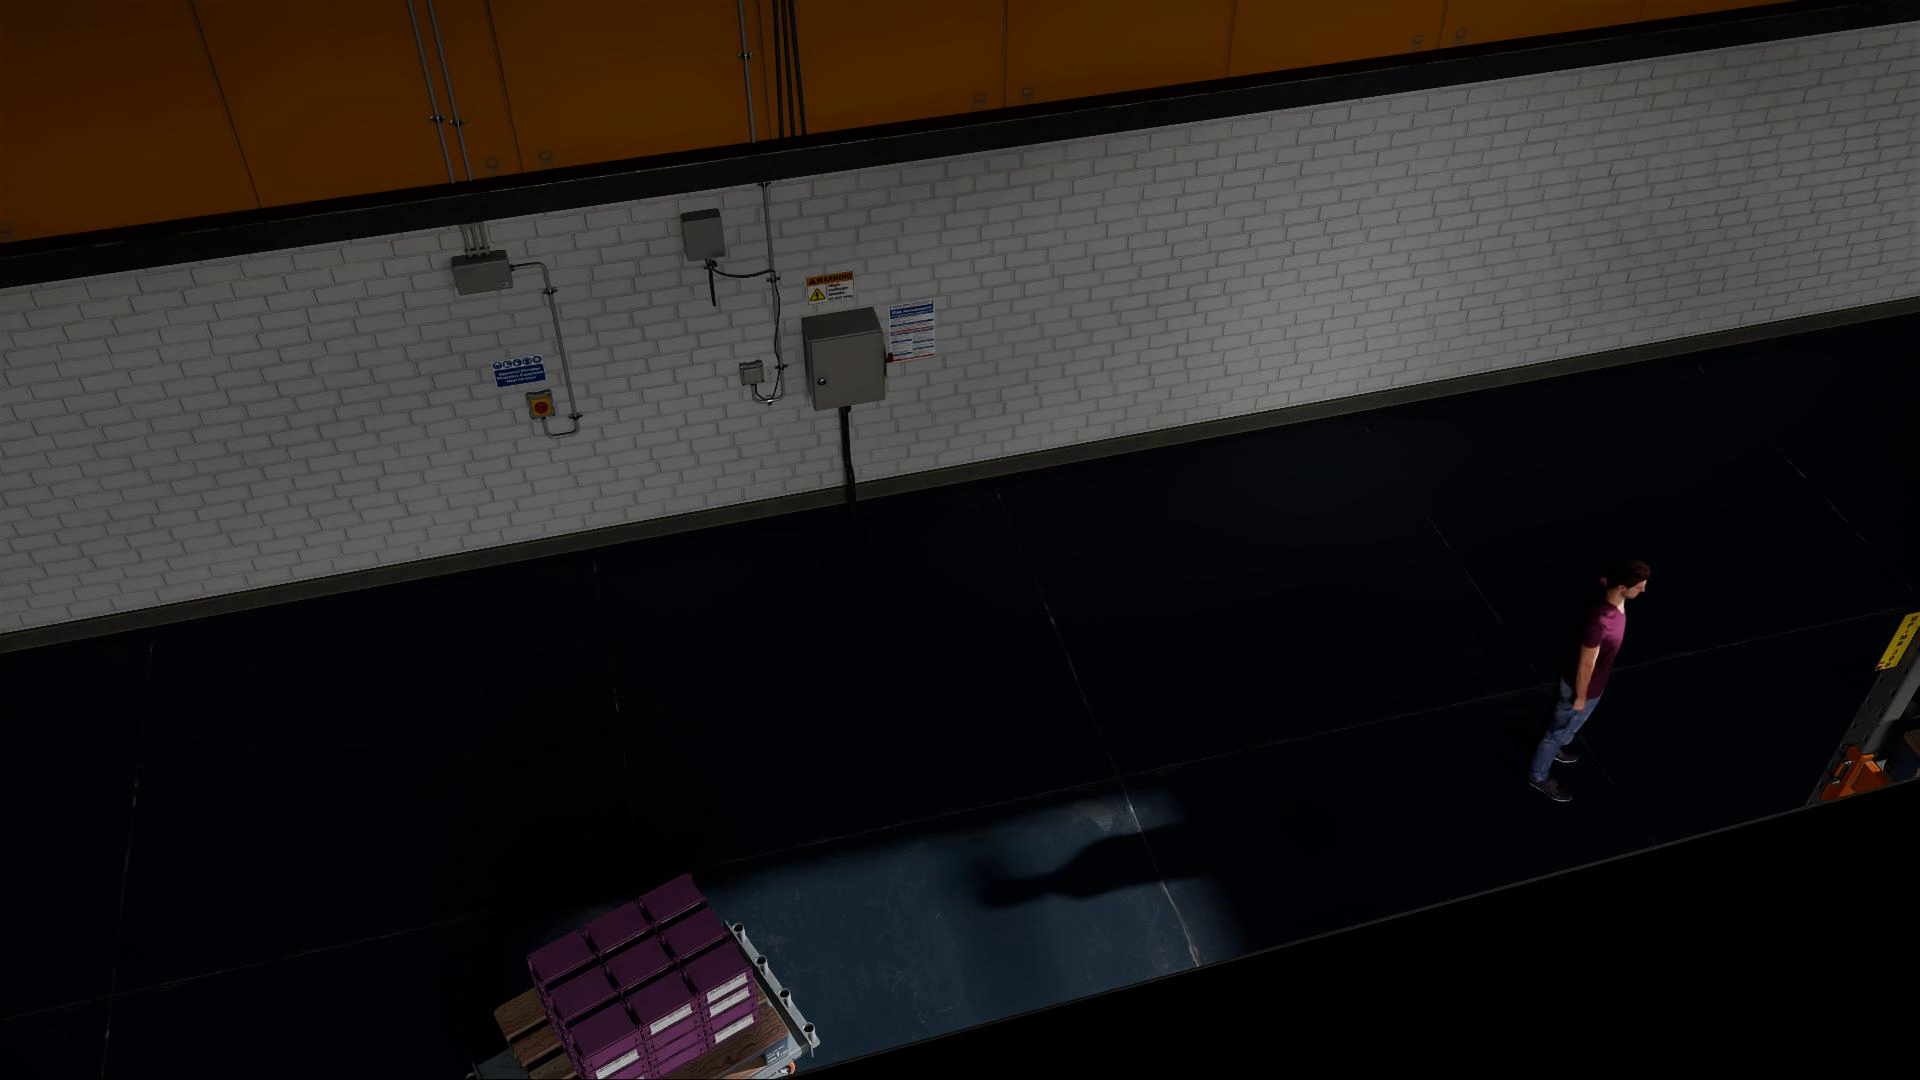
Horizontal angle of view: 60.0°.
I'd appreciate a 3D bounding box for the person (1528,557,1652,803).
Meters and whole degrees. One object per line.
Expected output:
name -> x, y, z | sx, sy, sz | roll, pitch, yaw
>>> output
person -> 3.722, 0.783, 9.925 | 0.797, 1.848, 0.708 | 17, 46, 17
